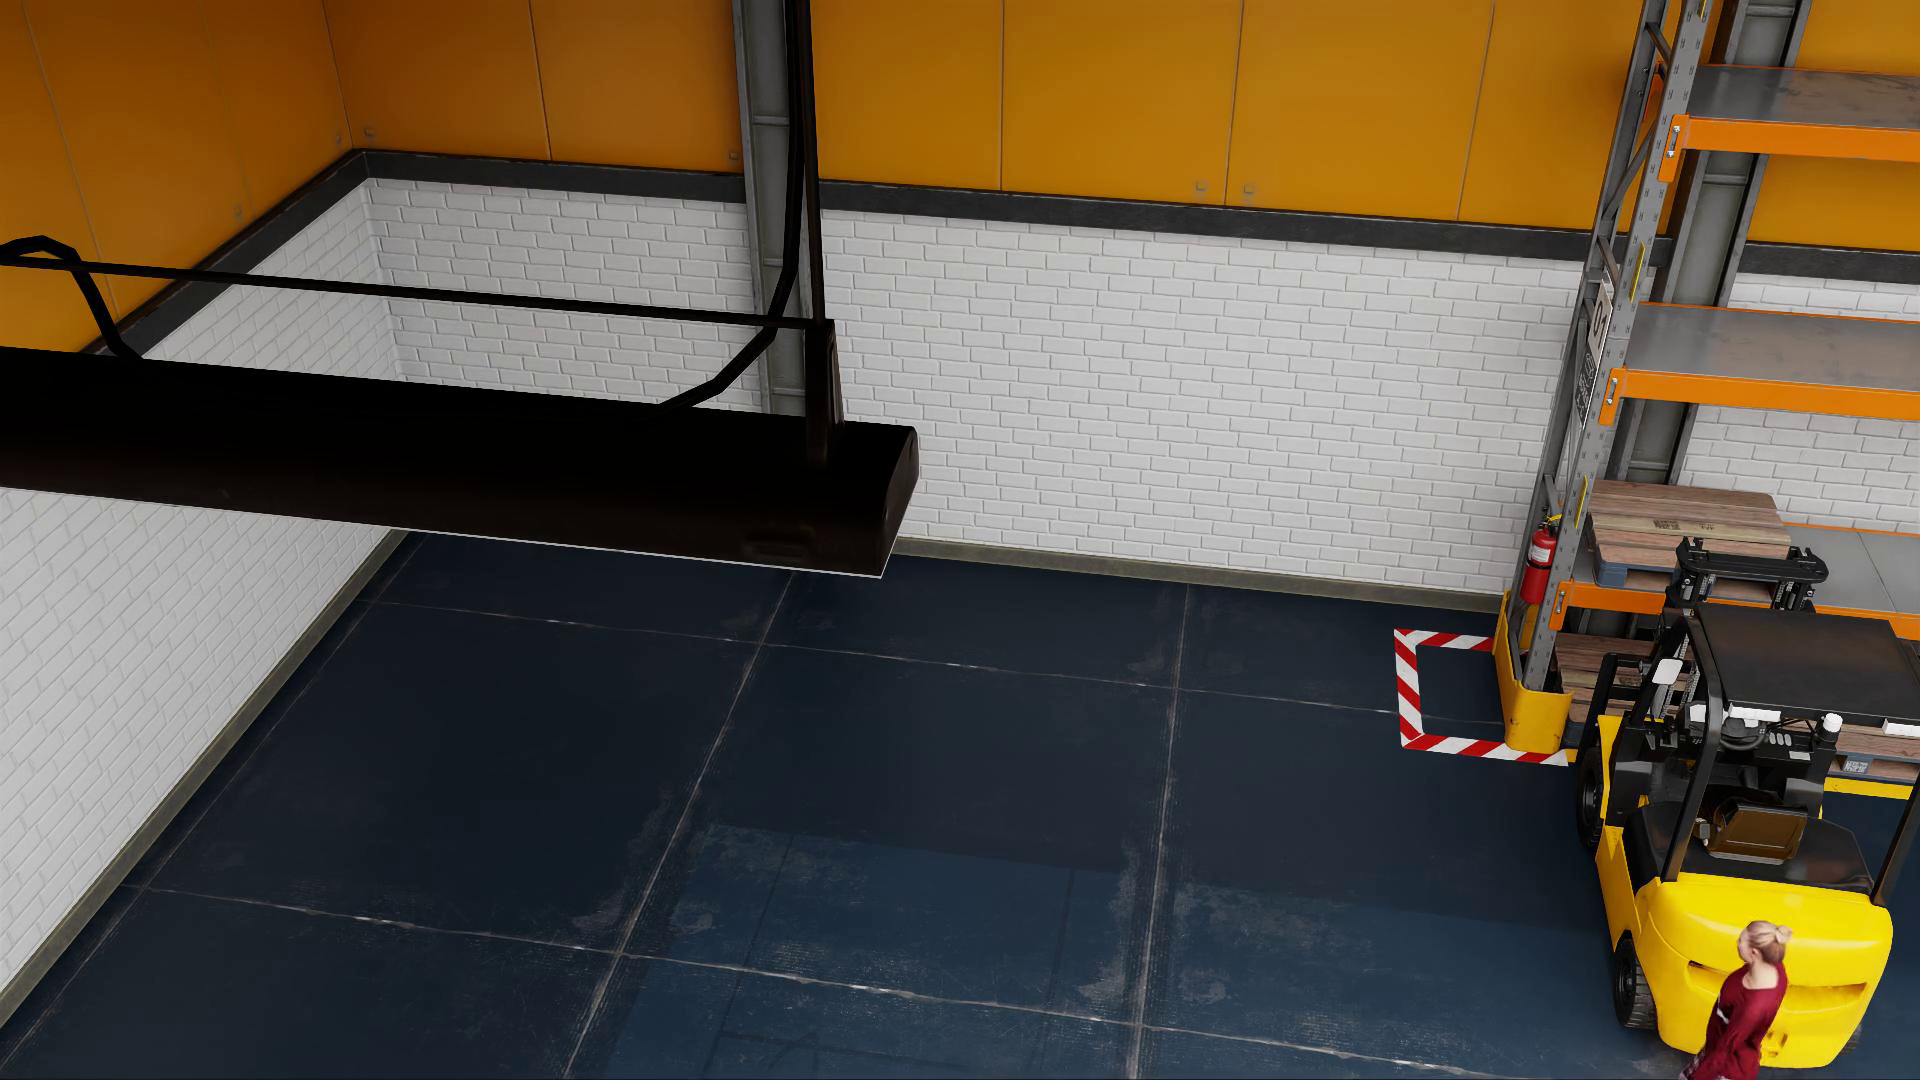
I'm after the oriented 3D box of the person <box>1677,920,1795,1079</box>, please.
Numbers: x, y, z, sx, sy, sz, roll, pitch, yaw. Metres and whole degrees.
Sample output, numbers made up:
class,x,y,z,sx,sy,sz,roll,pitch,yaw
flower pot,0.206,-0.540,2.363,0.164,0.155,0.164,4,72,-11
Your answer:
class,x,y,z,sx,sy,sz,roll,pitch,yaw
person,3.726,2.473,7.928,0.716,1.688,0.736,16,37,22
